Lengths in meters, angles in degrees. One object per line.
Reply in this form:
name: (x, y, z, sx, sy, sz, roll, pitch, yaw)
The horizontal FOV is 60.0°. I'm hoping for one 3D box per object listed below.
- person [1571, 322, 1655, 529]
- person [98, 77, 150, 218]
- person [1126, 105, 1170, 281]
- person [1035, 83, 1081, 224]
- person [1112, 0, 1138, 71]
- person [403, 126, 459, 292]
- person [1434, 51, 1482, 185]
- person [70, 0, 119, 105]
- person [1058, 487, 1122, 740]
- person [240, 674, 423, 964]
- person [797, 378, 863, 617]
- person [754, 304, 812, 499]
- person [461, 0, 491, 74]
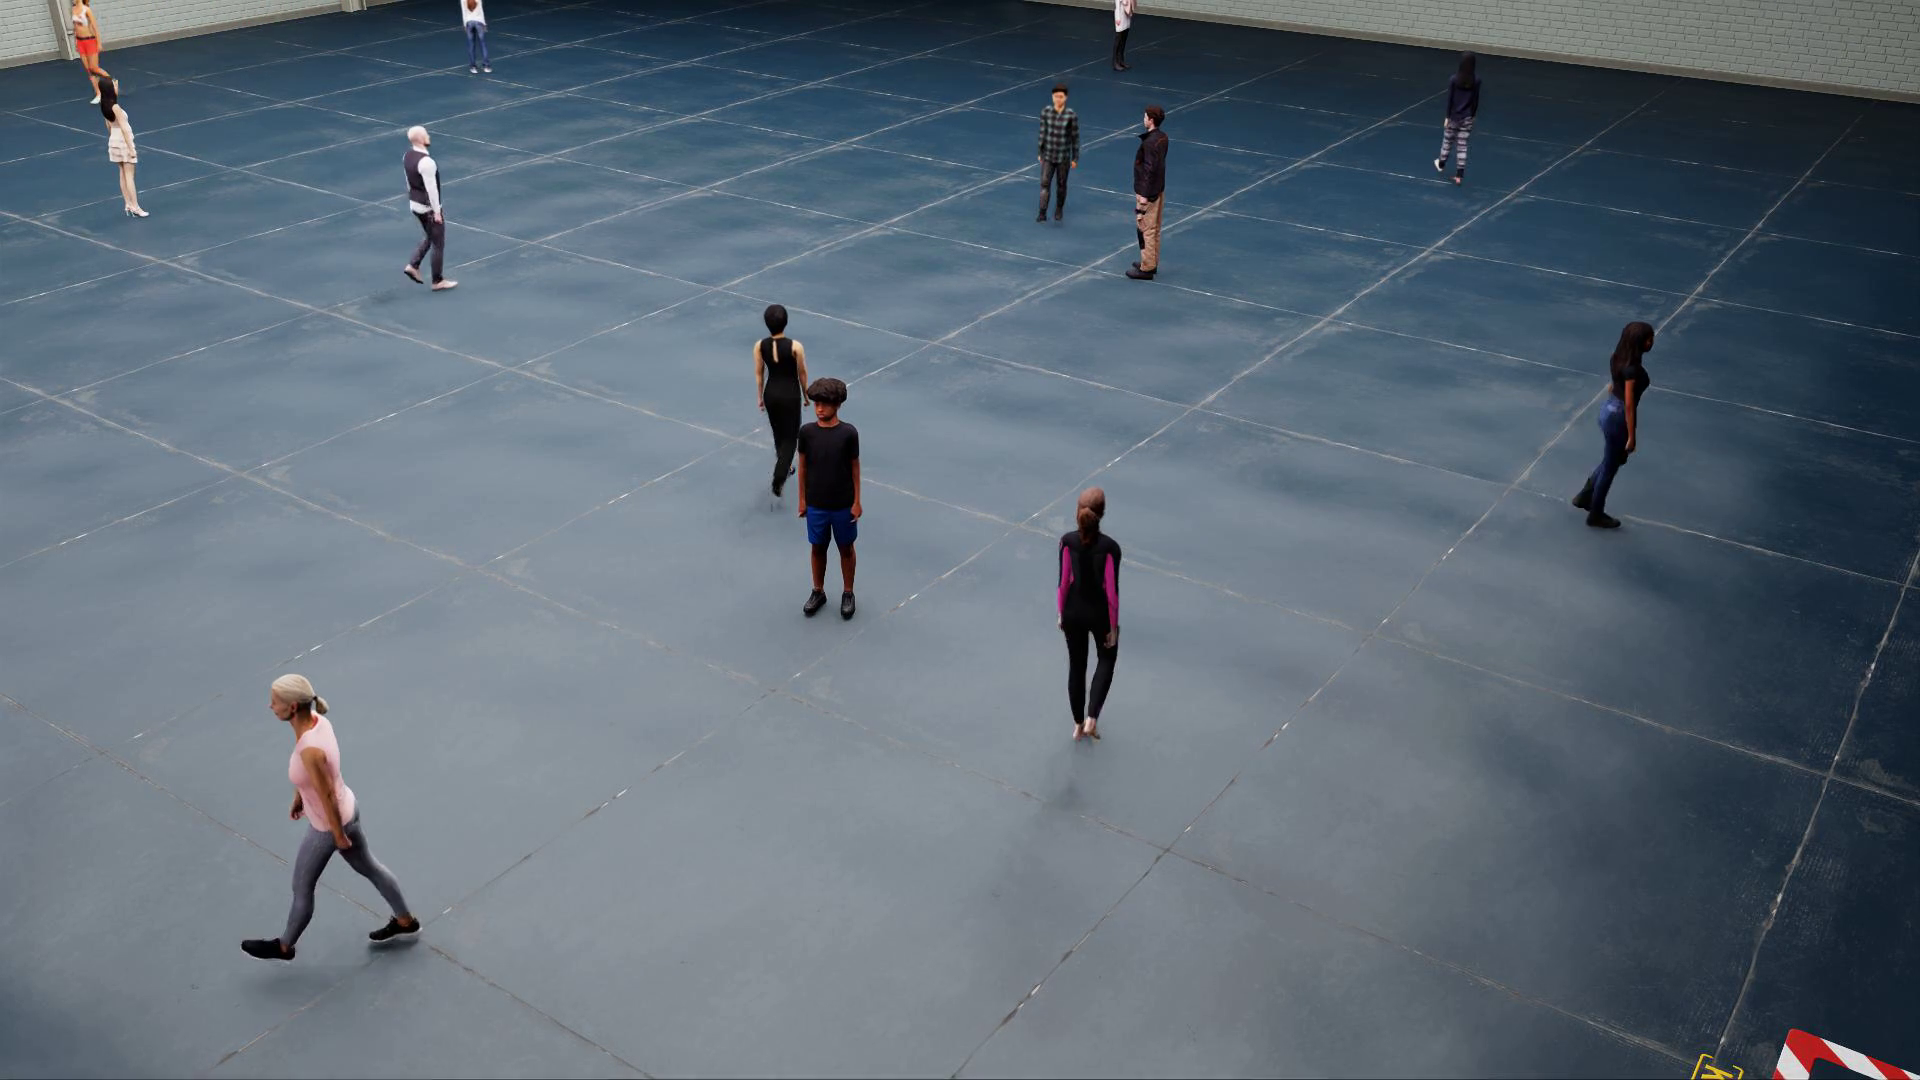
person: (5.030, -0.888, 12.972, 0.781, 1.729, 0.703, 2, 27, 5)
person: (-10.470, -4.900, 20.755, 0.592, 1.735, 0.546, 21, 34, 35)
person: (2.123, -3.887, 18.580, 0.815, 1.925, 0.626, 10, 29, 19)
person: (1.195, -4.750, 20.367, 0.919, 1.696, 1.061, 7, 28, 13)
person: (2.830, -9.084, 28.808, 0.675, 1.803, 0.499, 18, 32, 30)
person: (-5.873, -3.572, 18.096, 0.763, 1.808, 0.851, 24, 36, 39)
person: (6.694, -5.600, 22.159, 0.969, 1.694, 1.117, -1, 27, -1)
person: (-13.842, -7.890, 26.515, 0.702, 1.779, 0.874, 9, 29, 17)
person: (0.767, 0.515, 10.230, 0.660, 1.743, 0.755, 8, 28, 15)
person: (-3.135, 1.422, 8.534, 1.099, 1.684, 1.032, -5, 28, -10)
person: (-0.914, -0.310, 11.772, 0.704, 1.797, 0.710, 4, 27, 7)
person: (-1.465, -1.102, 13.554, 0.776, 1.576, 1.029, 7, 28, 14)
person: (-8.352, -8.852, 28.626, 0.632, 1.557, 0.691, -4, 28, -8)
